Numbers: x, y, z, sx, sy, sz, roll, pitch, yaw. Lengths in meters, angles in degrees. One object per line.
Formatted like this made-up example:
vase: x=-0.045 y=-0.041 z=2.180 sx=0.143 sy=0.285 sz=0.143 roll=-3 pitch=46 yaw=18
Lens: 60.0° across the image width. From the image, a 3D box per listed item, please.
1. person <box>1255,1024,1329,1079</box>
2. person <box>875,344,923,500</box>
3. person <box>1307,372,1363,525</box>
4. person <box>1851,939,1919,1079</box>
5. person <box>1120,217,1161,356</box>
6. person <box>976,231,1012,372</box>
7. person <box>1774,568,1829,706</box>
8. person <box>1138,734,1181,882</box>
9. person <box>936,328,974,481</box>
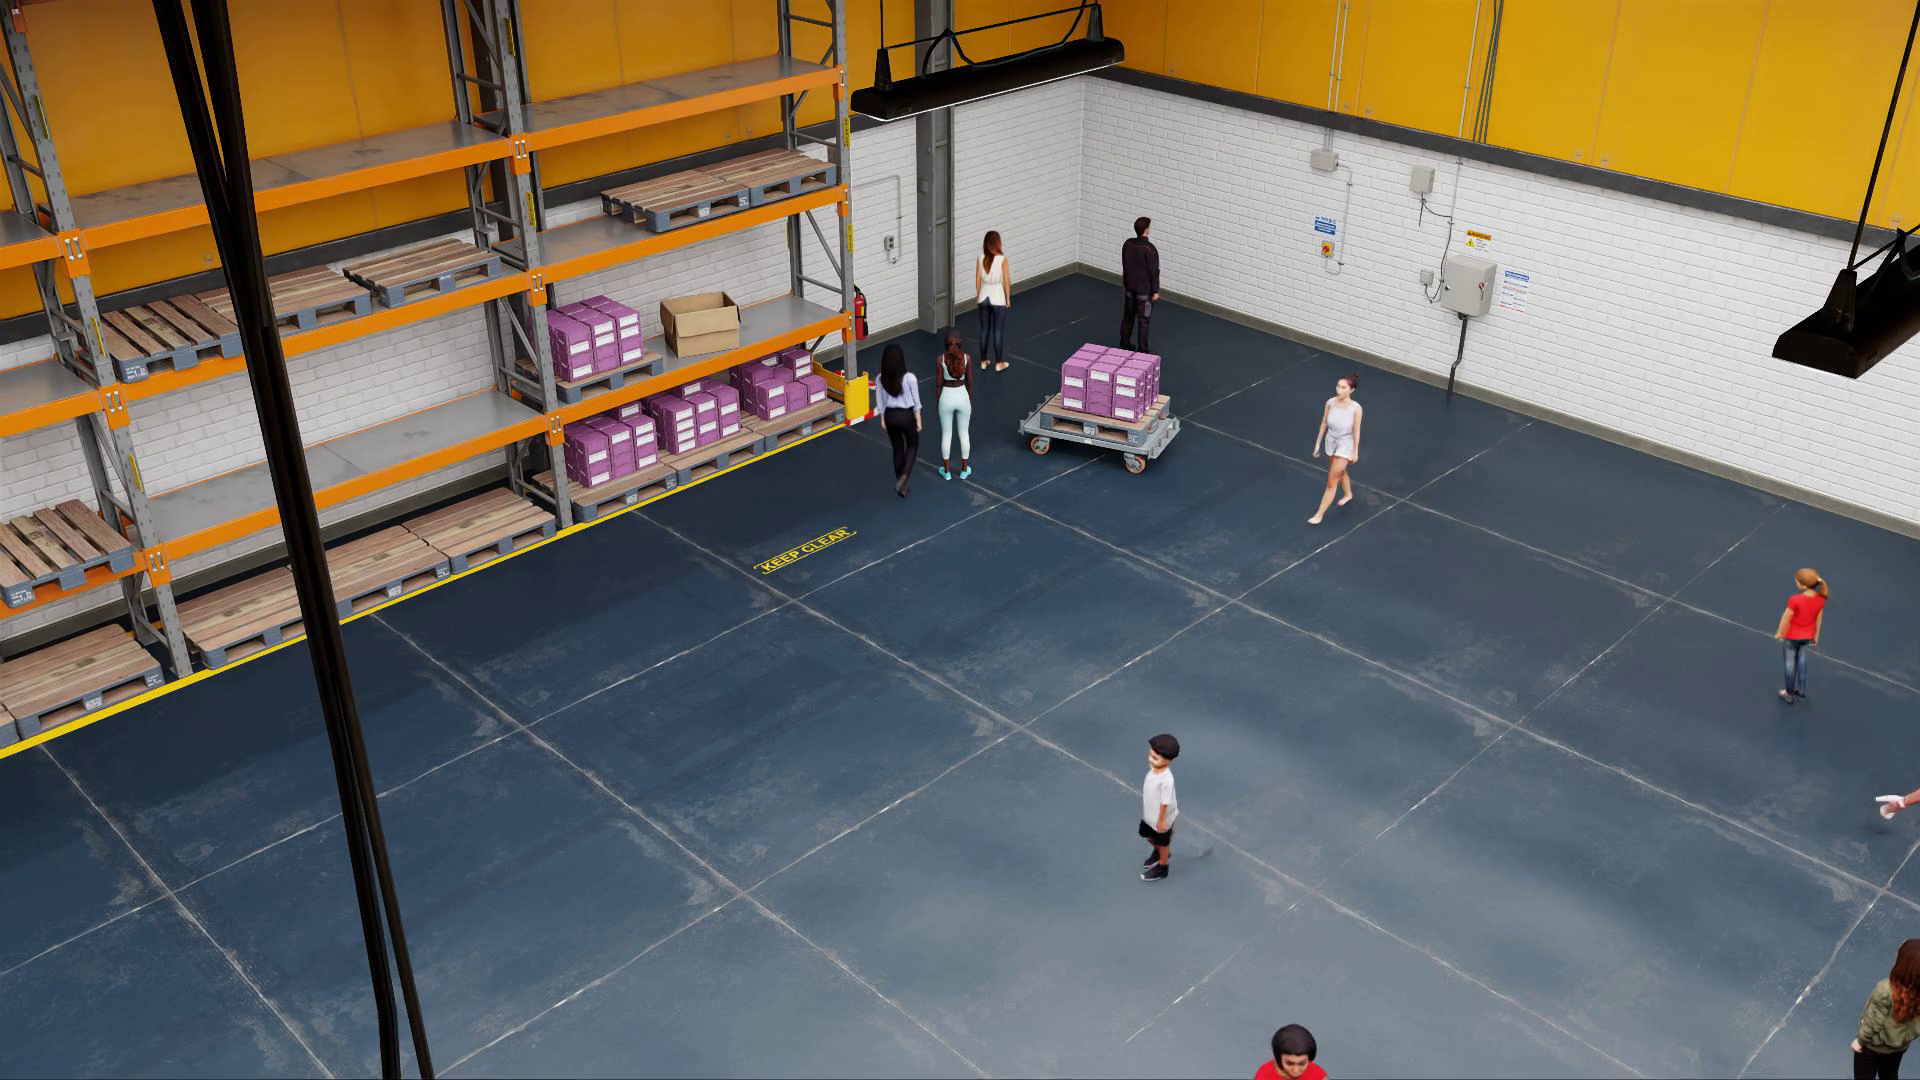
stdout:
person: x=1.777 y=3.324 z=9.185 sx=0.647 sy=1.739 sz=0.720 roll=-3 pitch=29 yaw=-5
person: x=-0.667 y=-1.187 z=17.466 sx=0.828 sy=1.728 sz=0.893 roll=9 pitch=30 yaw=15
person: x=3.981 y=-0.976 z=17.262 sx=1.063 sy=1.552 sz=0.575 roll=-25 pitch=37 yaw=-38
person: x=5.597 y=3.006 z=10.044 sx=0.597 sy=1.475 sz=0.713 roll=-7 pitch=29 yaw=-13
person: x=2.262 y=-3.187 z=21.017 sx=0.722 sy=1.839 sz=0.557 roll=24 pitch=37 yaw=37
person: x=0.395 y=-2.969 z=20.675 sx=0.675 sy=1.784 sz=0.658 roll=11 pitch=31 yaw=20
person: x=7.174 y=0.856 z=14.175 sx=0.580 sy=1.293 sz=0.648 roll=-1 pitch=29 yaw=-2
person: x=1.523 y=1.952 z=12.212 sx=0.588 sy=1.249 sz=0.560 roll=-11 pitch=30 yaw=-19
person: x=-0.063 y=-1.473 z=17.994 sx=0.634 sy=1.725 sz=0.712 roll=-4 pitch=29 yaw=-7
